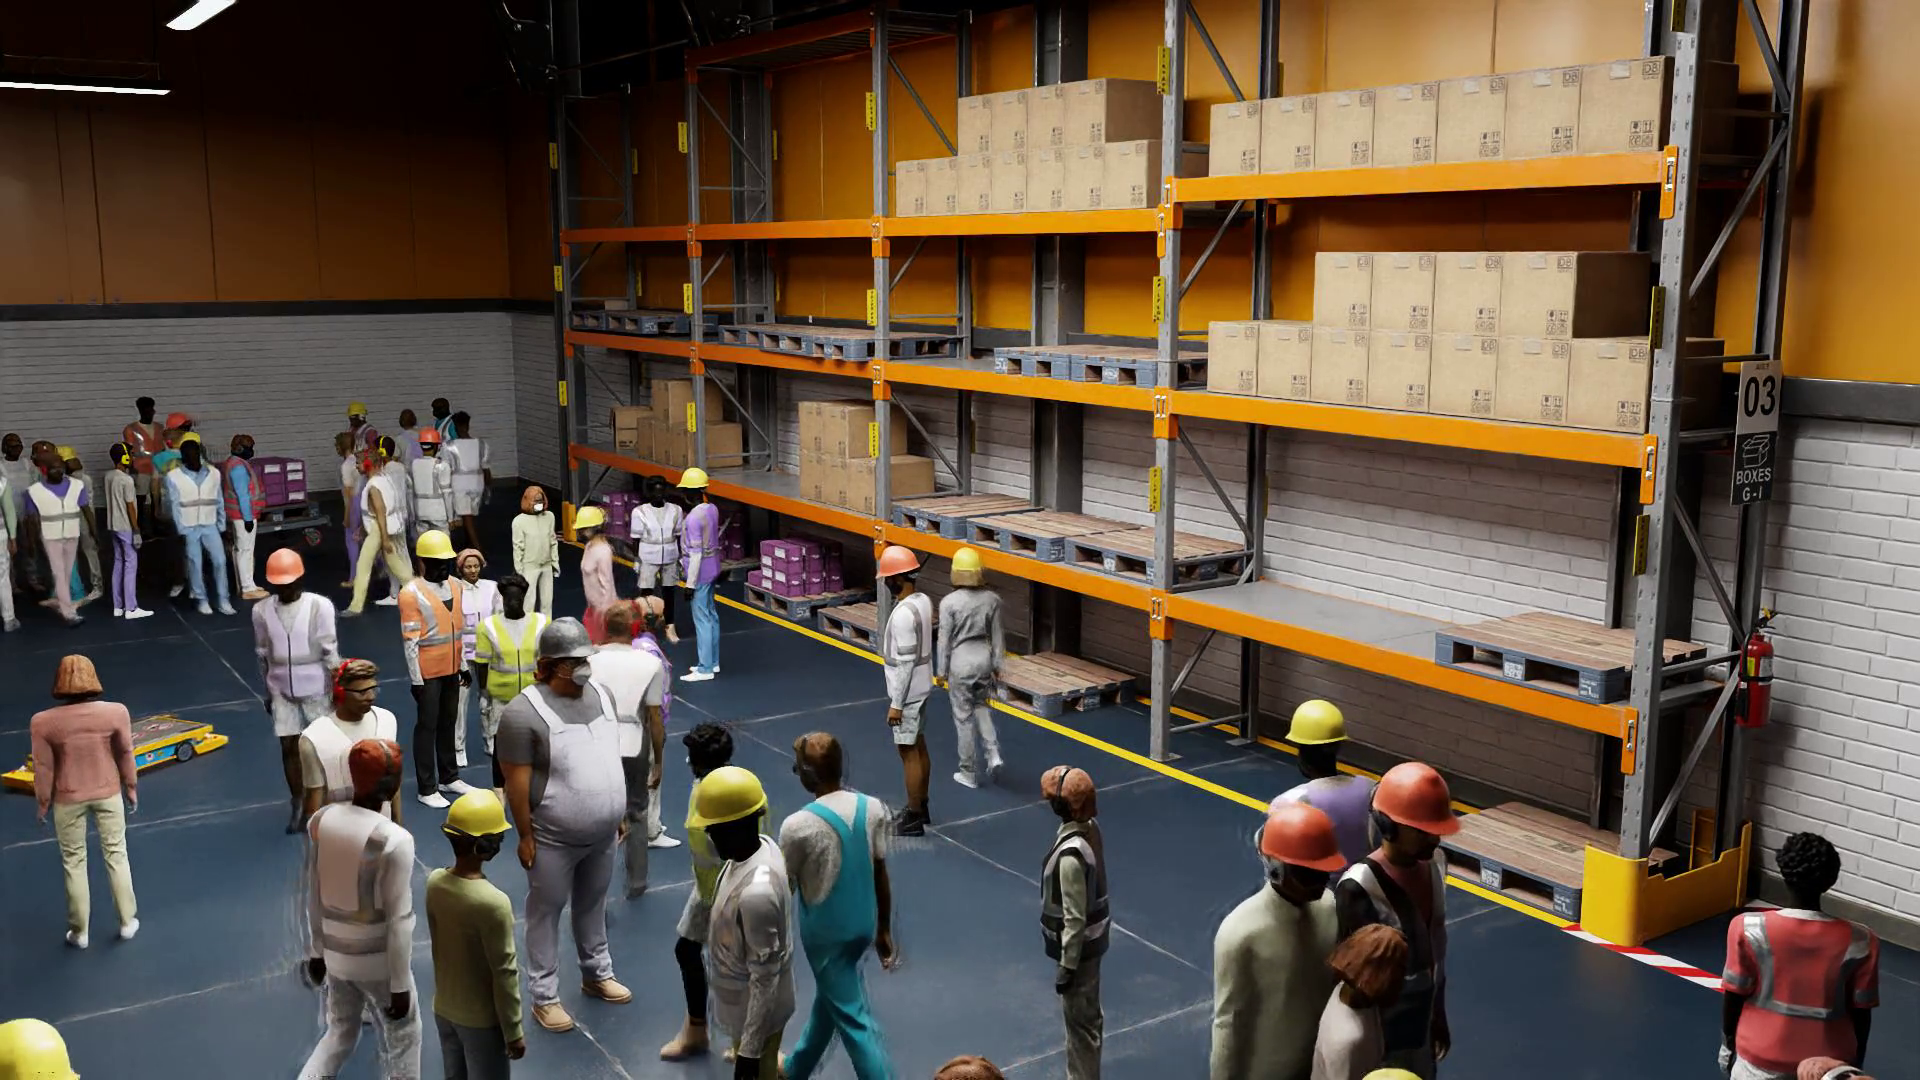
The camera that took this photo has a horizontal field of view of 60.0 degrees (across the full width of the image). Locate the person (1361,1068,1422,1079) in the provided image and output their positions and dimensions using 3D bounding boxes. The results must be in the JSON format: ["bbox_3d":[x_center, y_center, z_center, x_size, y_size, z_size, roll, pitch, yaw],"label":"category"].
[{"bbox_3d":[1.049,2.208,4.411,0.503,1.713,0.385,-4,10,-21],"label":"person"}]

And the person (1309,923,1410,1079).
[{"bbox_3d":[1.327,2.054,5.696,0.853,1.579,0.513,5,11,25],"label":"person"}]

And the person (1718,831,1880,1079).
[{"bbox_3d":[3.103,1.918,6.192,0.536,1.692,0.320,3,10,17],"label":"person"}]

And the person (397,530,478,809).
[{"bbox_3d":[-3.624,0.883,11.570,0.363,1.928,0.587,4,10,21],"label":"person"}]

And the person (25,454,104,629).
[{"bbox_3d":[-9.212,0.012,17.088,0.989,1.790,0.580,7,12,36],"label":"person"}]

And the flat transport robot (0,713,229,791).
[{"bbox_3d":[-6.256,1.574,12.364,0.652,0.197,1.431,4,11,24],"label":"flat transport robot"}]

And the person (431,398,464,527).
[{"bbox_3d":[-7.250,-1.093,23.467,0.636,1.830,0.429,9,13,43],"label":"person"}]

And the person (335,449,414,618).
[{"bbox_3d":[-6.129,-0.076,17.617,0.943,1.797,0.557,-2,10,-11],"label":"person"}]

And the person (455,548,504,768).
[{"bbox_3d":[-3.648,0.870,12.487,0.523,1.639,0.306,-7,12,-37],"label":"person"}]

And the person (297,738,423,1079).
[{"bbox_3d":[-2.494,1.729,6.819,0.601,1.857,0.812,6,11,30],"label":"person"}]

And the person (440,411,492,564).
[{"bbox_3d":[-6.132,-0.638,20.597,0.626,1.903,1.055,-8,12,-39],"label":"person"}]

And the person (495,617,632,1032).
[{"bbox_3d":[-1.905,1.386,8.282,0.537,2.000,0.679,7,12,36],"label":"person"}]

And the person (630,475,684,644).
[{"bbox_3d":[-2.949,0.197,16.267,0.540,1.696,0.317,-5,11,-27],"label":"person"}]

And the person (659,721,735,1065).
[{"bbox_3d":[-1.157,1.662,7.744,0.612,1.666,0.536,-8,12,-38],"label":"person"}]

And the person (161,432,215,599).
[{"bbox_3d":[-8.525,-0.262,18.419,0.608,1.885,0.510,-2,10,-13],"label":"person"}]

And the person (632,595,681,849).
[{"bbox_3d":[-2.013,1.169,10.742,0.307,1.637,0.525,-5,11,-25],"label":"person"}]

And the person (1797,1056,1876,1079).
[{"bbox_3d":[2.097,2.186,4.048,0.663,1.895,0.405,-2,10,-12],"label":"person"}]

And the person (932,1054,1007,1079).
[{"bbox_3d":[0.013,2.205,4.704,0.399,1.616,0.490,3,10,18],"label":"person"}]

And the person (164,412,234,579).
[{"bbox_3d":[-8.921,-0.523,19.688,0.941,1.996,0.656,0,10,-3],"label":"person"}]

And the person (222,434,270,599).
[{"bbox_3d":[-7.978,-0.264,18.576,0.429,1.837,0.621,-6,11,-30],"label":"person"}]

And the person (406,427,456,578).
[{"bbox_3d":[-5.832,-0.280,18.409,0.550,1.925,0.390,3,10,16],"label":"person"}]

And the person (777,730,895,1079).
[{"bbox_3d":[-0.565,1.710,7.172,1.006,1.784,0.538,9,13,44],"label":"person"}]

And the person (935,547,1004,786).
[{"bbox_3d":[0.057,0.913,11.960,0.486,1.733,0.364,-6,11,-31],"label":"person"}]

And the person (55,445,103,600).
[{"bbox_3d":[-9.824,-0.188,18.425,0.487,1.735,0.339,1,10,5],"label":"person"}]

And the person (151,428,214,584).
[{"bbox_3d":[-9.034,-0.399,19.422,0.709,1.823,0.420,-3,10,-15],"label":"person"}]

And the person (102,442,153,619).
[{"bbox_3d":[-8.801,-0.098,17.529,0.510,1.863,0.327,7,12,34],"label":"person"}]

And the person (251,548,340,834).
[{"bbox_3d":[-4.390,0.965,11.133,0.572,1.909,0.679,-1,10,-4],"label":"person"}]

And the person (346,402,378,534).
[{"bbox_3d":[-8.238,-0.999,22.935,0.604,1.824,0.403,9,13,43],"label":"person"}]

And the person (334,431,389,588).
[{"bbox_3d":[-6.858,-0.341,19.065,0.538,1.824,0.559,0,10,2],"label":"person"}]

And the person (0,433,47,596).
[{"bbox_3d":[-10.613,-0.287,18.705,0.340,1.840,0.504,7,12,34],"label":"person"}]

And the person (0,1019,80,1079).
[{"bbox_3d":[-2.456,2.160,4.251,0.598,1.875,0.999,4,11,24],"label":"person"}]

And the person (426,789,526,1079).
[{"bbox_3d":[-1.868,1.834,6.488,0.524,1.761,0.339,9,13,42],"label":"person"}]

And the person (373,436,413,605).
[{"bbox_3d":[-6.219,-0.212,18.204,0.333,1.860,0.509,3,10,15],"label":"person"}]

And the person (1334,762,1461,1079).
[{"bbox_3d":[1.595,1.776,6.034,0.619,2.028,0.409,-9,13,-43],"label":"person"}]

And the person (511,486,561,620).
[{"bbox_3d":[-4.071,0.278,16.012,0.299,1.622,0.504,7,12,36],"label":"person"}]

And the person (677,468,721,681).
[{"bbox_3d":[-2.344,0.310,14.932,0.369,1.928,0.585,1,10,8],"label":"person"}]

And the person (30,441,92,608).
[{"bbox_3d":[-9.751,-0.155,17.993,0.576,1.849,0.523,-8,13,-40],"label":"person"}]

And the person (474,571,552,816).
[{"bbox_3d":[-3.008,1.044,11.298,0.540,1.695,0.317,-4,10,-22],"label":"person"}]

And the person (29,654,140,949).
[{"bbox_3d":[-4.820,1.435,9.188,0.507,1.630,0.268,-6,11,-32],"label":"person"}]

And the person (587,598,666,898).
[{"bbox_3d":[-2.006,1.268,9.657,0.601,1.815,0.708,1,10,5],"label":"person"}]

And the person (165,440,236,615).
[{"bbox_3d":[-7.990,-0.114,17.535,0.596,1.883,0.743,-9,13,-42],"label":"person"}]

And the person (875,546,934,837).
[{"bbox_3d":[-0.368,0.990,10.940,0.373,1.928,0.543,2,10,12],"label":"person"}]

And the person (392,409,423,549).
[{"bbox_3d":[-7.166,-0.800,21.728,0.548,1.828,0.514,-8,12,-39],"label":"person"}]

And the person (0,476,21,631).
[{"bbox_3d":[-9.875,-0.023,16.827,0.617,1.944,0.397,-4,10,-22],"label":"person"}]

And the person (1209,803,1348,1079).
[{"bbox_3d":[1.060,1.834,5.886,0.620,1.968,0.844,-8,12,-38],"label":"person"}]

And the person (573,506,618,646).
[{"bbox_3d":[-2.989,0.570,13.906,0.450,1.748,0.541,-5,11,-28],"label":"person"}]

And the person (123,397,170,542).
[{"bbox_3d":[-10.850,-0.947,22.238,0.381,1.956,0.603,5,11,27],"label":"person"}]

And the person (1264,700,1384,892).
[{"bbox_3d":[1.548,1.632,7.196,0.589,1.920,0.390,-4,11,-24],"label":"person"}]

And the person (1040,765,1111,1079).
[{"bbox_3d":[0.496,1.772,7.206,0.314,1.636,0.515,2,10,10],"label":"person"}]

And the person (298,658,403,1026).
[{"bbox_3d":[-3.030,1.482,8.313,0.393,1.838,0.560,5,11,28],"label":"person"}]

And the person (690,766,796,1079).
[{"bbox_3d":[-0.814,1.782,6.317,0.380,1.918,0.585,-2,10,-10],"label":"person"}]
